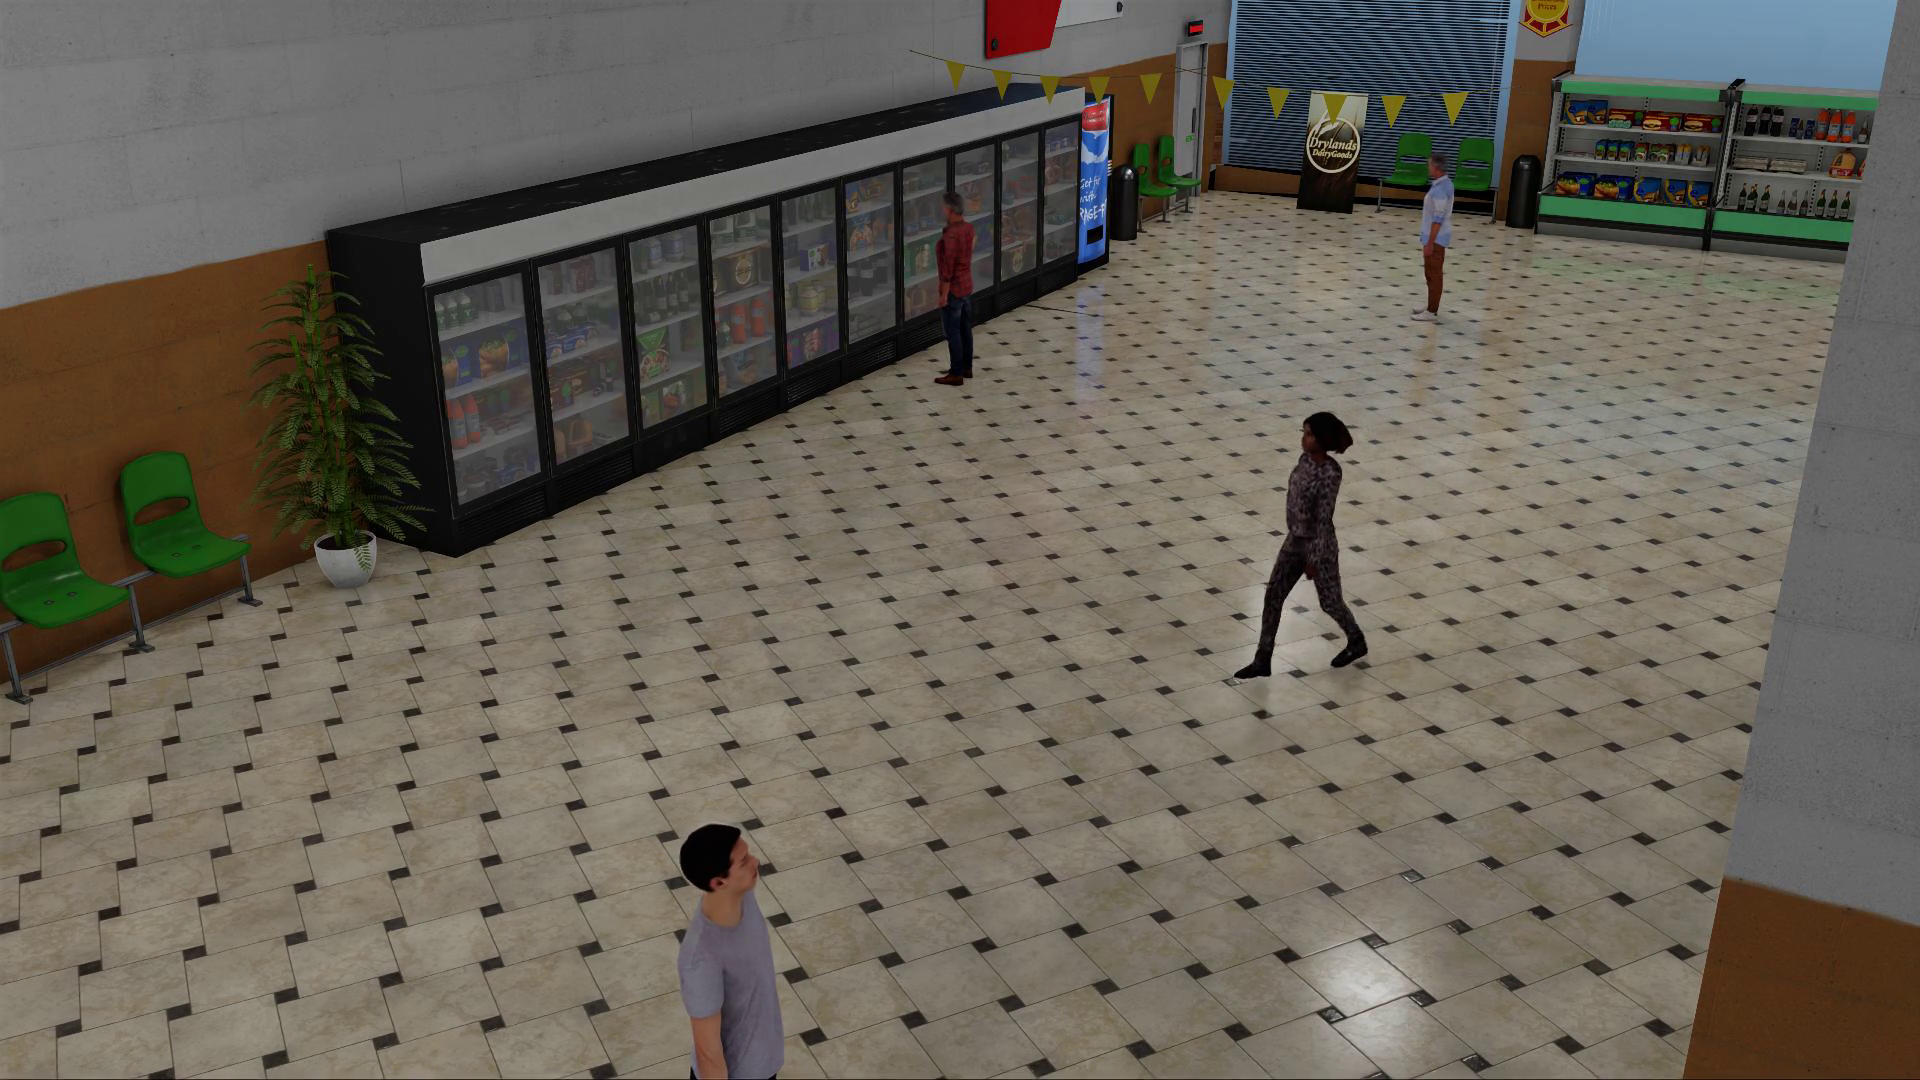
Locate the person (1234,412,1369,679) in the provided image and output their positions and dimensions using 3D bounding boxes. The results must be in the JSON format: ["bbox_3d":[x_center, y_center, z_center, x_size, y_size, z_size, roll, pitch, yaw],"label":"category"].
[{"bbox_3d":[2.196,0.069,9.999,1.116,1.674,1.103,-7,23,-17],"label":"person"}]

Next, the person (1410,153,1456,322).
[{"bbox_3d":[5.234,-3.333,18.268,0.627,1.822,0.718,8,23,19],"label":"person"}]

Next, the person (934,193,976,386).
[{"bbox_3d":[-0.034,-2.421,15.986,0.573,1.830,0.701,10,24,23],"label":"person"}]

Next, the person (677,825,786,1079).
[{"bbox_3d":[-0.760,1.757,5.543,0.693,1.864,0.736,3,22,7],"label":"person"}]
